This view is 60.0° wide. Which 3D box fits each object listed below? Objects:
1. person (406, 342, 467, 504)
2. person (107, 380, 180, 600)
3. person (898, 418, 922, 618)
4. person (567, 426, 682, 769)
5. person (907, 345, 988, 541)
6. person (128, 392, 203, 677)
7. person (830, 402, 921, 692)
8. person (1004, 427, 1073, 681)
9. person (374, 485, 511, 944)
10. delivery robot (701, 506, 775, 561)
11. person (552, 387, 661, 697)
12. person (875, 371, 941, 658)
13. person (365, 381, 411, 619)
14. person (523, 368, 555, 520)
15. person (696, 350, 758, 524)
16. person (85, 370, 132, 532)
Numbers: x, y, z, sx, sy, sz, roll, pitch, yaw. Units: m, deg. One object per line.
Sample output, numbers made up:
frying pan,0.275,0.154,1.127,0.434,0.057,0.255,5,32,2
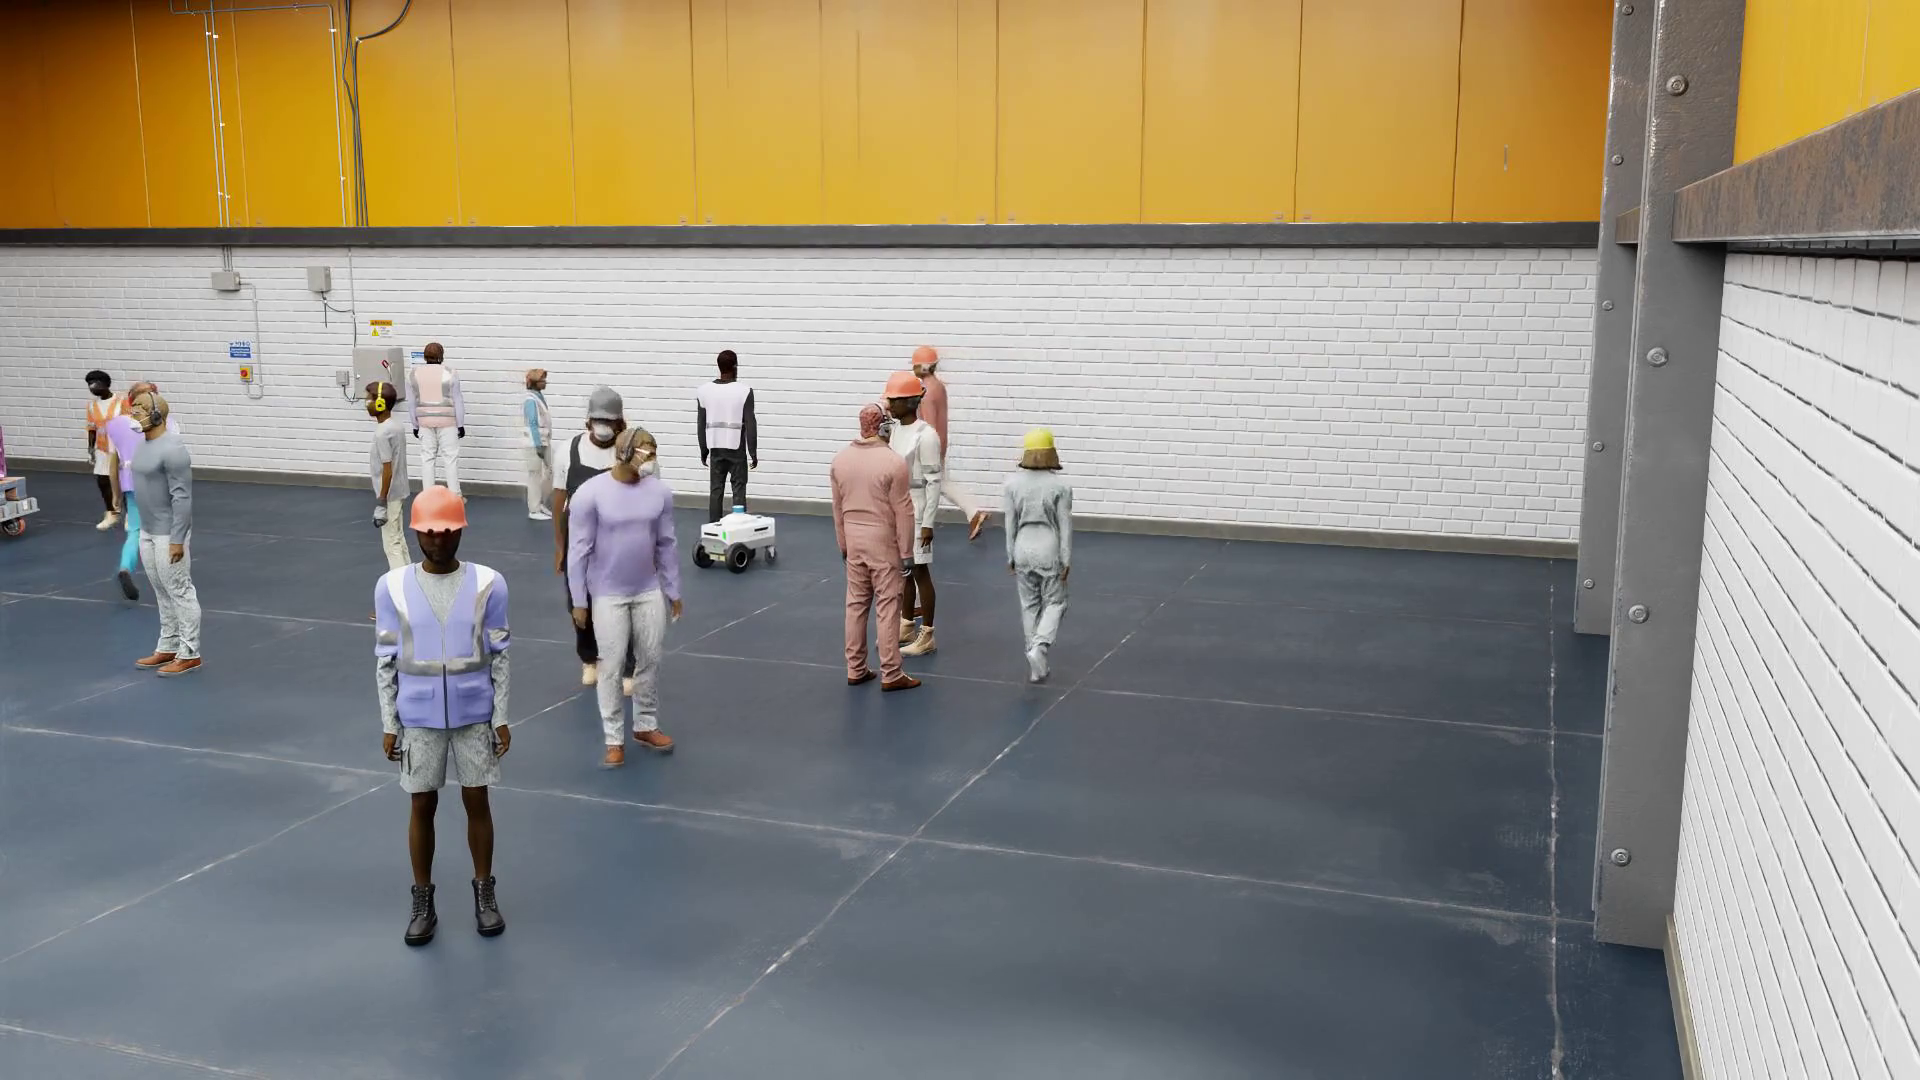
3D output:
person,-5.848,-1.291,18.651,0.620,1.845,0.430,0,10,1
person,-6.713,-0.393,13.685,0.585,1.820,0.741,-1,10,-5
person,-0.446,-0.304,13.043,0.328,1.862,0.513,-2,10,-12
person,-1.904,0.316,9.403,0.679,1.915,0.394,-8,13,-39
person,-0.211,-0.914,16.195,0.874,1.967,0.616,3,10,16
person,-5.435,-0.042,11.341,0.627,1.941,0.371,9,14,42
person,-0.539,0.043,10.955,0.641,1.908,0.407,7,13,36
person,0.505,0.114,11.063,0.481,1.726,0.503,4,11,21
person,-2.160,0.728,7.002,0.545,1.942,0.349,-3,11,-18
delivery robot,-2.012,-0.068,15.124,0.477,0.478,0.707,7,12,36
person,-2.295,-0.004,10.844,0.701,2.000,0.640,0,10,-1
person,-0.385,-0.184,11.848,0.384,2.041,0.615,-6,12,-32
person,-4.498,-0.313,13.059,0.328,1.874,0.512,-1,10,-7
person,-4.452,-1.008,17.658,0.383,1.623,0.527,1,10,5
person,-2.248,-0.863,16.096,0.596,1.891,0.373,3,10,14
person,-8.639,-0.910,17.025,0.574,1.663,0.348,1,10,5
